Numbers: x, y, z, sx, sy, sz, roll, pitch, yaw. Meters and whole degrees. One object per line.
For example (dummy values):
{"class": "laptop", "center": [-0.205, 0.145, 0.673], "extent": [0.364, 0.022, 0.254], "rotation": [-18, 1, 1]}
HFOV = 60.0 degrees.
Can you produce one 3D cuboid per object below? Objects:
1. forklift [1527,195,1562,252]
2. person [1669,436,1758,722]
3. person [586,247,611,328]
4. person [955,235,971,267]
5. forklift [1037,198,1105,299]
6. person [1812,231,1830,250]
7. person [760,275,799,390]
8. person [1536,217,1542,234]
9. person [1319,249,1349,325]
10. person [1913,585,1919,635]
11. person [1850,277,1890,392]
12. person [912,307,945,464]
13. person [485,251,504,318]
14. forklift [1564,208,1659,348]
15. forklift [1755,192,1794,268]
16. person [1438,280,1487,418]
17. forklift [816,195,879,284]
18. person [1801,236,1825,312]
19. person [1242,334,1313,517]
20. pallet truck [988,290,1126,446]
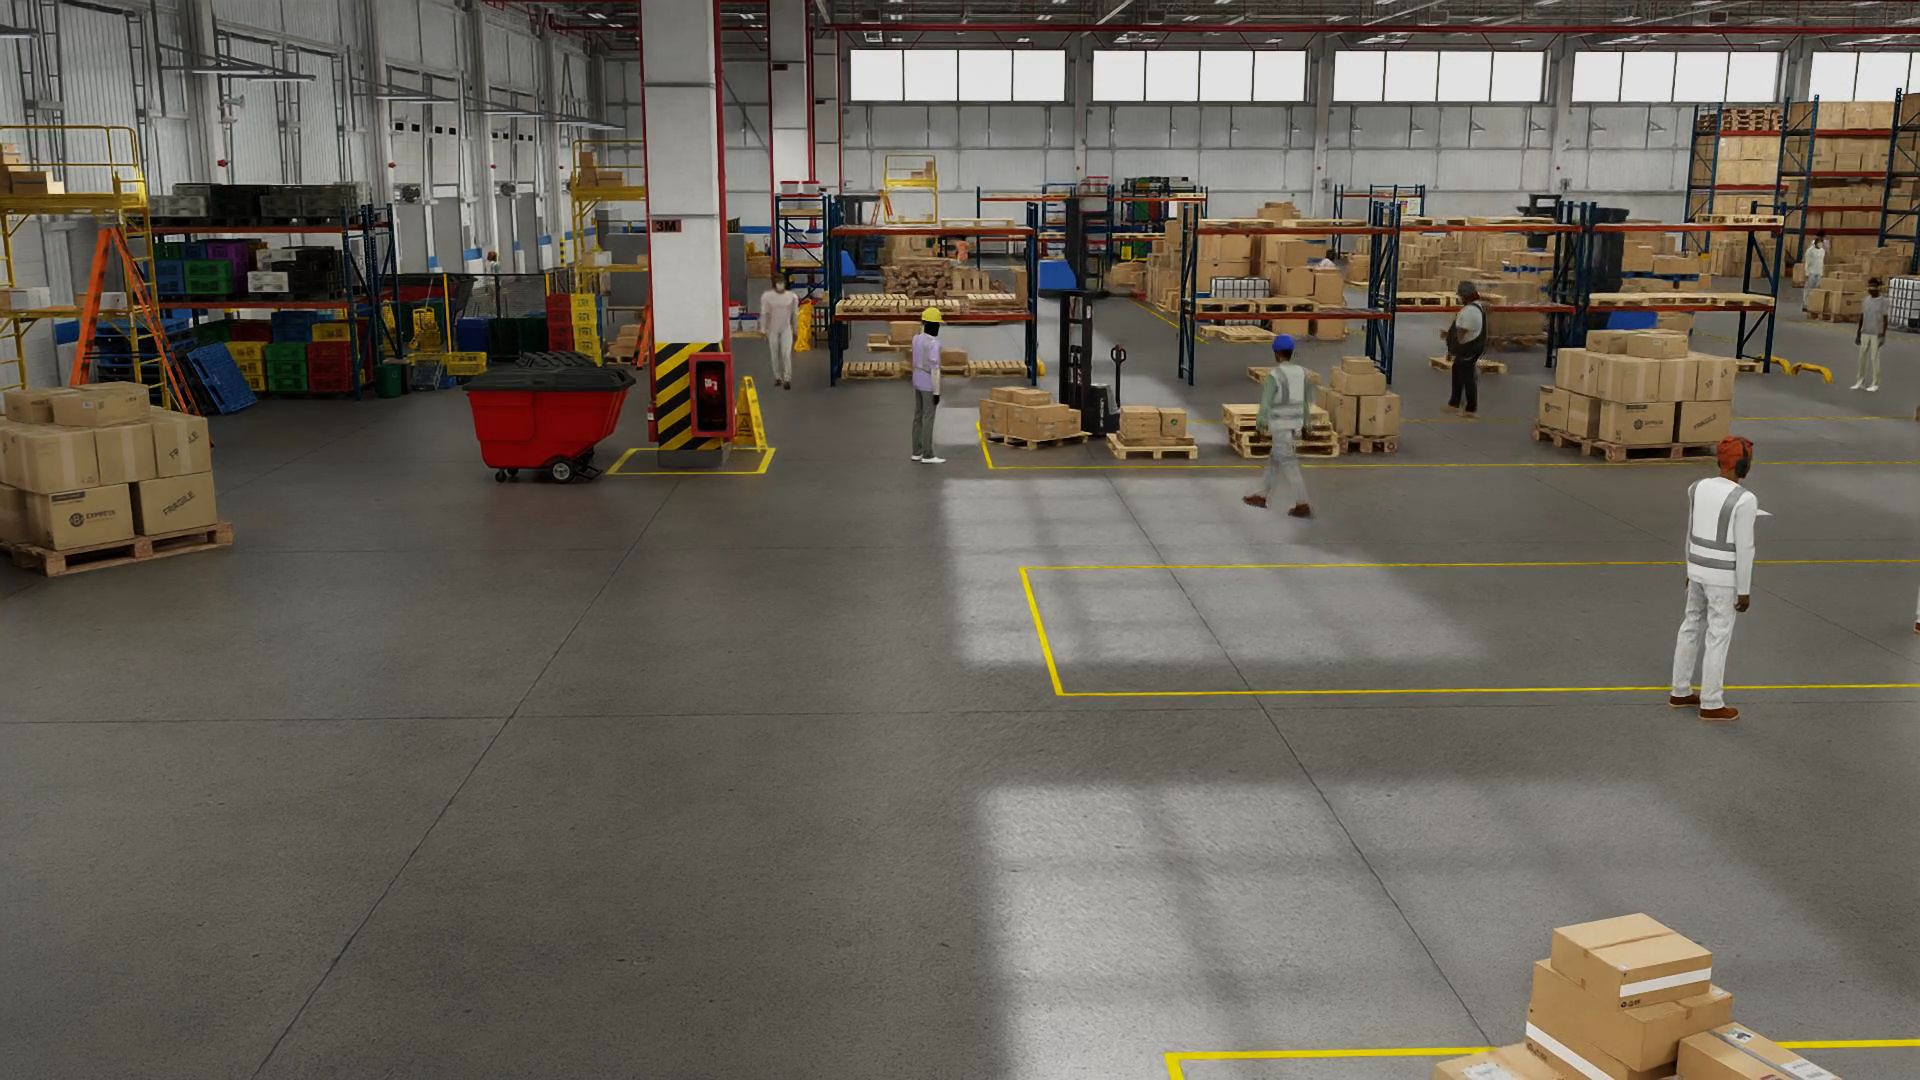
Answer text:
{"class": "forklift", "center": [18.901, -9.790, 53.924], "extent": [1.129, 2.768, 1.873], "rotation": [0, 12, -2]}
{"class": "person", "center": [4.952, 0.250, 10.893], "extent": [0.354, 1.876, 0.574], "rotation": [-4, 13, -15]}
{"class": "person", "center": [-8.186, -5.686, 37.670], "extent": [0.588, 1.872, 1.012], "rotation": [-7, 14, -30]}
{"class": "person", "center": [0.069, -8.943, 52.862], "extent": [0.538, 1.676, 0.718], "rotation": [5, 14, 23]}
{"class": "forklift", "center": [3.114, -8.205, 46.768], "extent": [1.873, 2.768, 1.129], "rotation": [0, 12, -2]}
{"class": "person", "center": [27.892, -9.167, 53.942], "extent": [0.725, 1.684, 0.545], "rotation": [-12, 17, -43]}
{"class": "person", "center": [-2.982, -3.444, 27.566], "extent": [0.634, 1.890, 1.040], "rotation": [-1, 13, -4]}
{"class": "person", "center": [21.384, -11.000, 61.572], "extent": [0.403, 1.918, 0.565], "rotation": [-1, 13, -5]}
{"class": "person", "center": [8.595, -5.917, 38.922], "extent": [0.981, 1.791, 0.624], "rotation": [-2, 13, -7]}
{"class": "person", "center": [7.624, -0.186, 12.826], "extent": [0.342, 1.883, 0.587], "rotation": [8, 15, 33]}
{"class": "person", "center": [14.926, -3.364, 27.241], "extent": [0.332, 1.860, 0.531], "rotation": [-6, 14, -25]}
{"class": "person", "center": [-0.381, -1.870, 20.484], "extent": [0.393, 1.866, 0.584], "rotation": [-7, 14, -28]}
{"class": "person", "center": [-11.478, -6.270, 40.877], "extent": [0.522, 1.631, 0.323], "rotation": [11, 17, 41]}
{"class": "forklift", "center": [13.118, -5.322, 33.750], "extent": [1.873, 2.768, 1.129], "rotation": [0, 12, -2]}
{"class": "forklift", "center": [29.872, -11.239, 60.465], "extent": [1.873, 2.768, 1.129], "rotation": [0, 12, -2]}
{"class": "person", "center": [7.308, -2.817, 24.353], "extent": [0.804, 2.000, 0.684], "rotation": [7, 14, 30]}
{"class": "forklift", "center": [-3.663, -9.509, 52.653], "extent": [1.873, 2.768, 1.129], "rotation": [-7, 14, -29]}
{"class": "person", "center": [21.873, -6.800, 42.583], "extent": [0.627, 1.933, 0.371], "rotation": [-6, 14, -25]}
{"class": "person", "center": [3.376, -1.206, 17.417], "extent": [0.628, 1.898, 0.993], "rotation": [-11, 16, -40]}
{"class": "pallet truck", "center": [1.257, -2.299, 22.111], "extent": [1.885, 1.965, 0.823], "rotation": [-9, 15, -35]}
